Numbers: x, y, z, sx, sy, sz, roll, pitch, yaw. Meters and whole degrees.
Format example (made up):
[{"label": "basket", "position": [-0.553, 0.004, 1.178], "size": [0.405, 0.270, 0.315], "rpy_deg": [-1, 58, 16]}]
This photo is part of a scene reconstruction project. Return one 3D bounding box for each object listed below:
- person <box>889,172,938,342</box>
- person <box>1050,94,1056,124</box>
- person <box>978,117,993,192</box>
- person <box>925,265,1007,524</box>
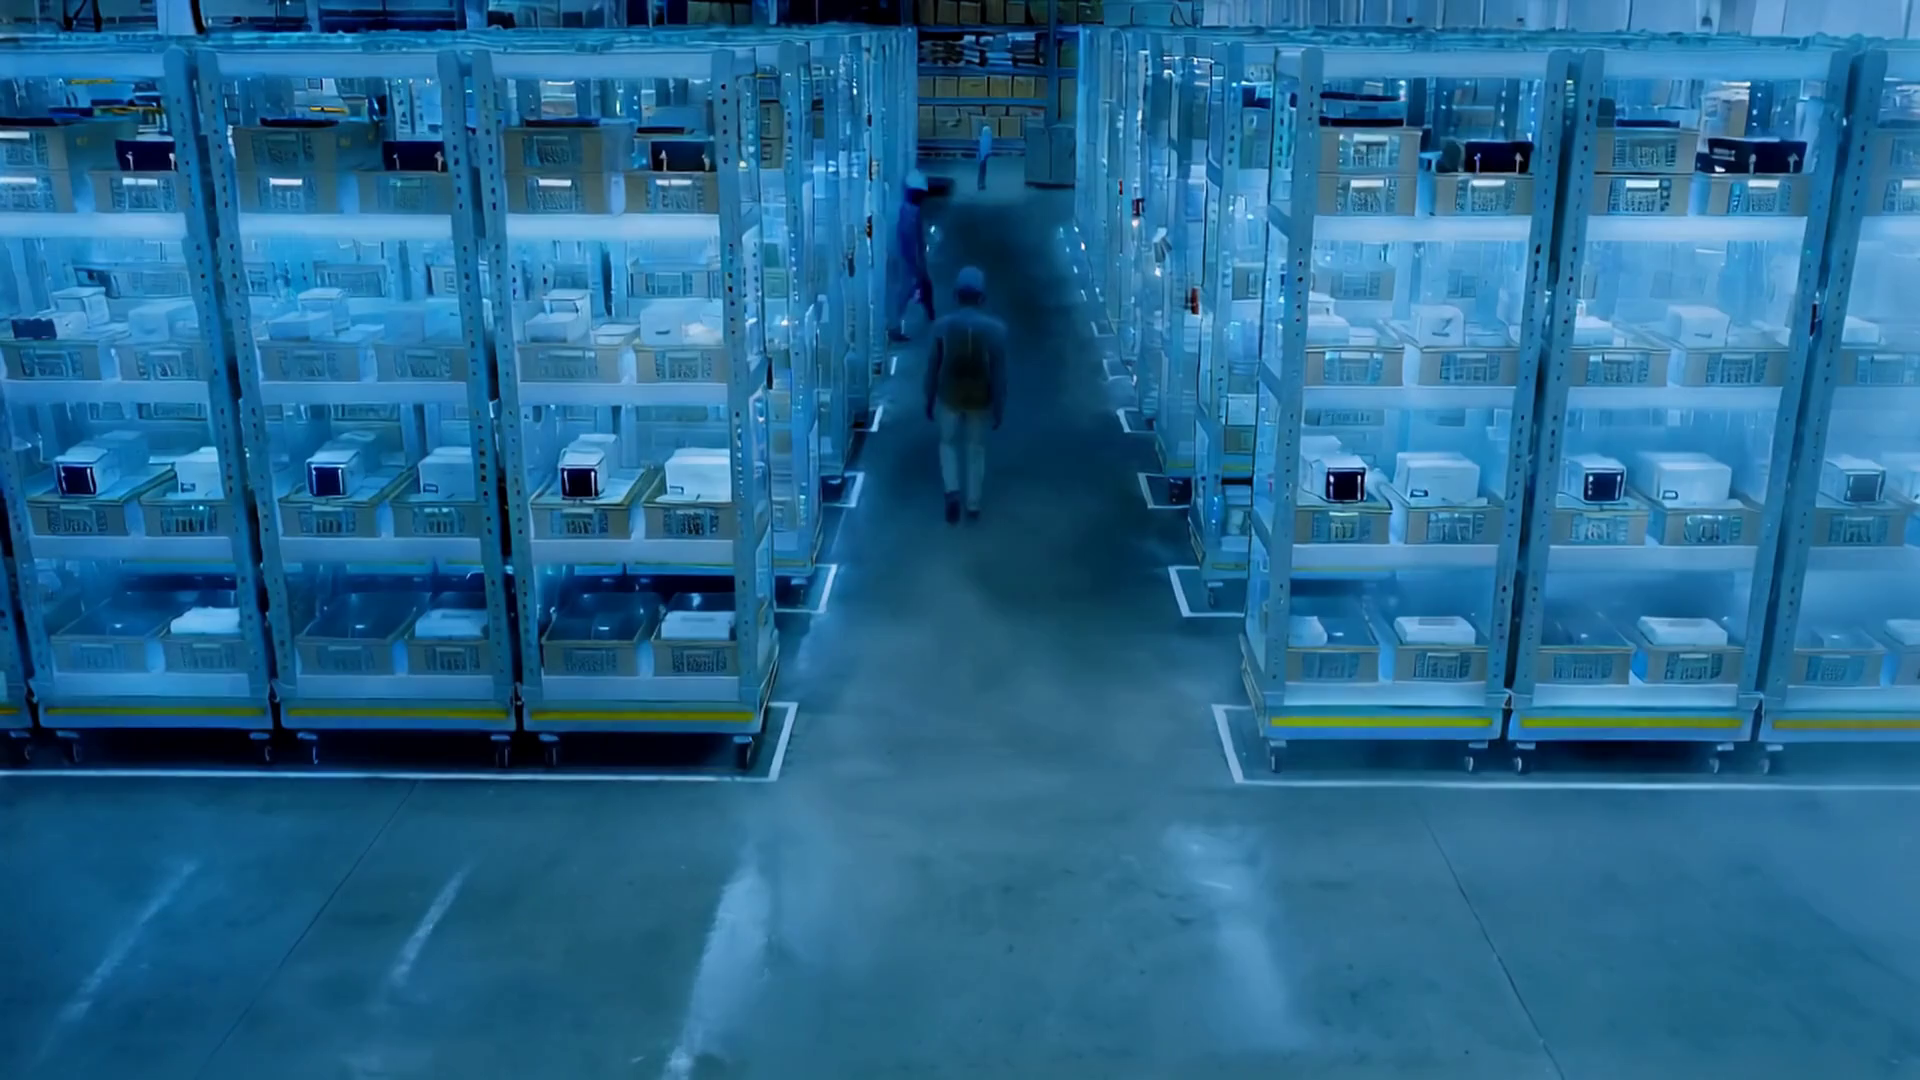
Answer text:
[{"label": "person", "position": [-0.443, -3.348, 19.766], "size": [1.004, 1.992, 0.640], "rpy_deg": [-2, 17, -5]}, {"label": "person", "position": [2.942, -13.185, 51.246], "size": [0.621, 1.914, 0.646], "rpy_deg": [4, 18, 12]}, {"label": "person", "position": [0.567, -8.590, 37.085], "size": [0.328, 1.626, 0.527], "rpy_deg": [-1, 17, -3]}, {"label": "person", "position": [0.046, -1.054, 12.465], "size": [0.629, 1.980, 0.610], "rpy_deg": [0, 17, 1]}]
